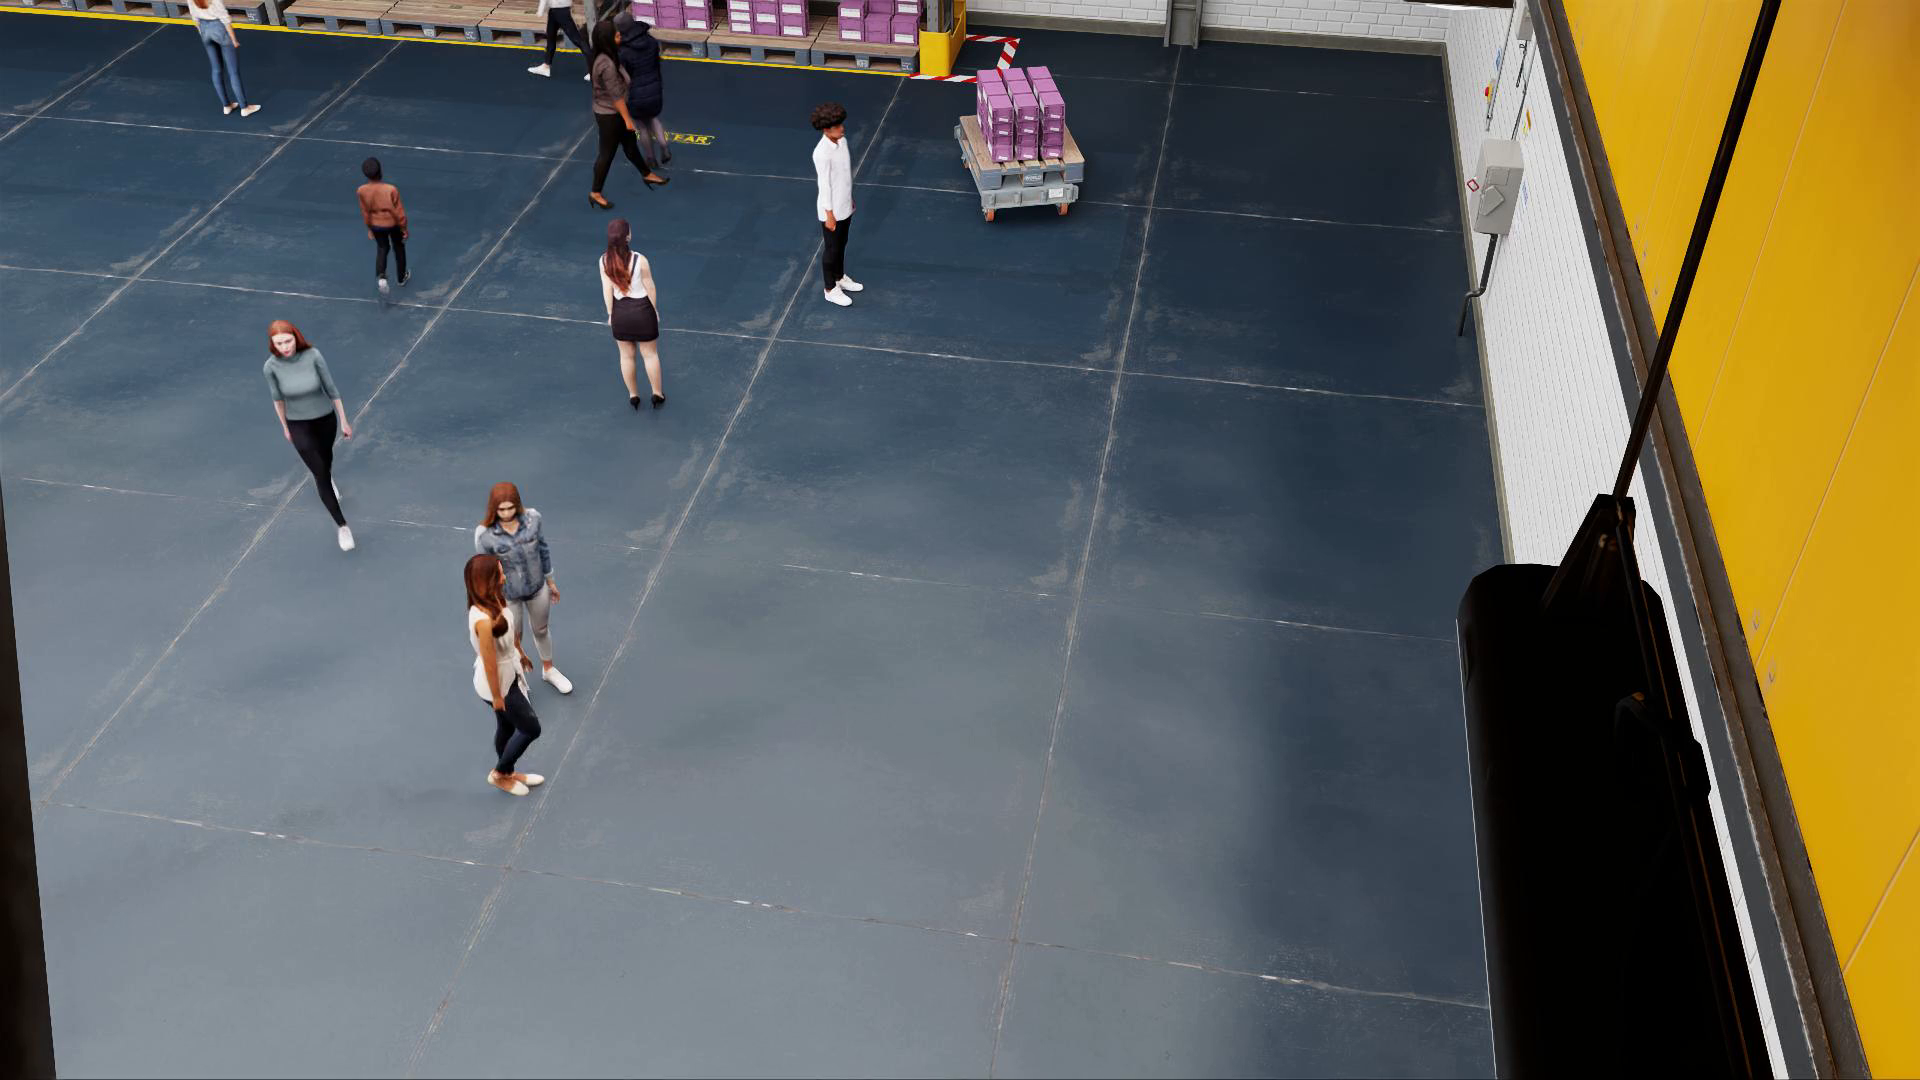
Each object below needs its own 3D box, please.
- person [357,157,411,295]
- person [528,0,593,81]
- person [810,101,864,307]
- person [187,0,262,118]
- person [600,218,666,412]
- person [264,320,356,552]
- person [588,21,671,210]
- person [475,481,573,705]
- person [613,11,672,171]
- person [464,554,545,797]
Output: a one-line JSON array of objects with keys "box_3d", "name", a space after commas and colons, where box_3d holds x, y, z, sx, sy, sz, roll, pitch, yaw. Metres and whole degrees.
[{"box_3d": [-5.056, -2.739, 14.595, 0.751, 1.243, 0.675, -1, 39, -1], "name": "person"}, {"box_3d": [-4.252, -5.763, 18.053, 1.157, 1.653, 0.765, -1, 39, -1], "name": "person"}, {"box_3d": [-1.083, -2.918, 14.364, 0.631, 1.810, 0.666, 13, 40, 15], "name": "person"}, {"box_3d": [-7.791, -5.297, 17.408, 0.479, 1.728, 0.655, 10, 40, 13], "name": "person"}, {"box_3d": [-2.568, -1.755, 13.036, 0.520, 1.650, 0.660, -2, 39, -2], "name": "person"}, {"box_3d": [-4.617, -0.851, 11.869, 1.143, 1.694, 1.120, -18, 42, -21], "name": "person"}, {"box_3d": [-3.381, -3.947, 15.660, 1.184, 1.801, 1.013, -14, 41, -17], "name": "person"}, {"box_3d": [-2.758, 0.313, 10.407, 0.678, 1.699, 0.732, -25, 45, -28], "name": "person"}, {"box_3d": [-3.077, -4.359, 16.301, 0.850, 1.645, 0.908, -29, 47, -31], "name": "person"}, {"box_3d": [-2.783, 0.817, 9.719, 0.708, 1.771, 0.678, -6, 39, -8], "name": "person"}]
